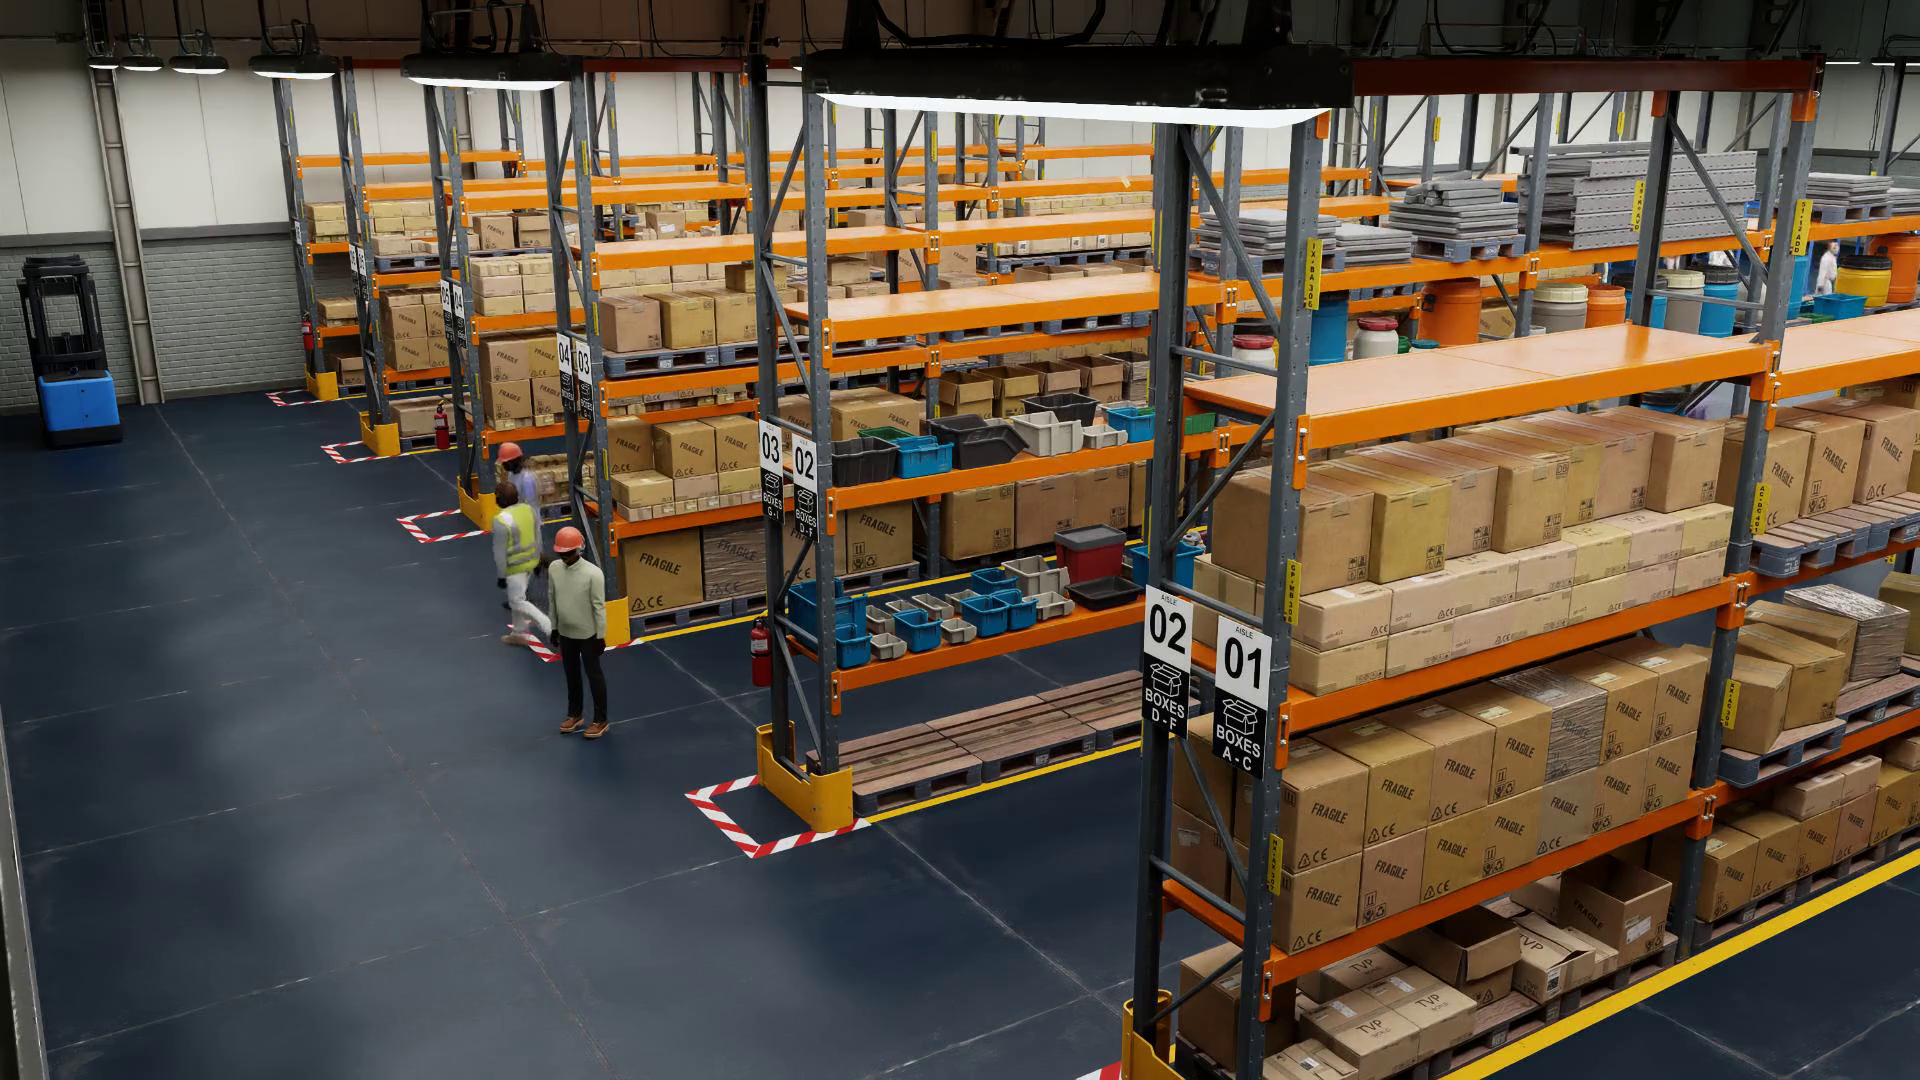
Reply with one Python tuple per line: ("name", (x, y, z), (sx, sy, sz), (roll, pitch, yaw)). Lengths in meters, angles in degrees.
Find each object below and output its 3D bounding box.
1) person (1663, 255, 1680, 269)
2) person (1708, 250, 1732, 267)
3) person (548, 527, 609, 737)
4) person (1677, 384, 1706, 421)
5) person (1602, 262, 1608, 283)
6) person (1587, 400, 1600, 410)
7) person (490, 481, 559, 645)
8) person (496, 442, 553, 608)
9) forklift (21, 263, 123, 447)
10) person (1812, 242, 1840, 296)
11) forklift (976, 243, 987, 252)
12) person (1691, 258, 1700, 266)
("person", (18.827, -7.447, 41.532), (0.640, 1.937, 0.916), (4, 18, 14))
("person", (18.293, -6.393, 38.143), (0.569, 1.902, 0.808), (16, 23, 42))
("person", (-3.481, 0.824, 14.354), (0.617, 1.987, 0.406), (8, 19, 26))
("person", (9.620, -1.276, 21.365), (0.859, 1.904, 0.647), (-10, 20, -30))
("person", (17.803, -8.054, 43.676), (0.517, 1.864, 0.318), (-8, 19, -24))
("person", (11.165, -3.364, 28.046), (0.683, 2.000, 0.914), (-4, 17, -12))
("person", (-4.525, 0.281, 16.428), (0.753, 1.811, 0.642), (5, 18, 16))
("person", (-4.816, -0.193, 17.834), (0.819, 1.901, 0.599), (-13, 21, -37))
("forklift", (-14.518, -3.079, 25.708), (1.129, 2.768, 1.873), (-10, 20, -31))
("person", (20.392, -6.137, 37.388), (0.906, 1.866, 0.683), (10, 20, 30))
("forklift", (0.988, -5.474, 34.718), (1.214, 2.155, 2.313), (-10, 20, -31))
("person", (15.979, -5.234, 34.482), (0.518, 1.837, 0.860), (4, 17, 12))
